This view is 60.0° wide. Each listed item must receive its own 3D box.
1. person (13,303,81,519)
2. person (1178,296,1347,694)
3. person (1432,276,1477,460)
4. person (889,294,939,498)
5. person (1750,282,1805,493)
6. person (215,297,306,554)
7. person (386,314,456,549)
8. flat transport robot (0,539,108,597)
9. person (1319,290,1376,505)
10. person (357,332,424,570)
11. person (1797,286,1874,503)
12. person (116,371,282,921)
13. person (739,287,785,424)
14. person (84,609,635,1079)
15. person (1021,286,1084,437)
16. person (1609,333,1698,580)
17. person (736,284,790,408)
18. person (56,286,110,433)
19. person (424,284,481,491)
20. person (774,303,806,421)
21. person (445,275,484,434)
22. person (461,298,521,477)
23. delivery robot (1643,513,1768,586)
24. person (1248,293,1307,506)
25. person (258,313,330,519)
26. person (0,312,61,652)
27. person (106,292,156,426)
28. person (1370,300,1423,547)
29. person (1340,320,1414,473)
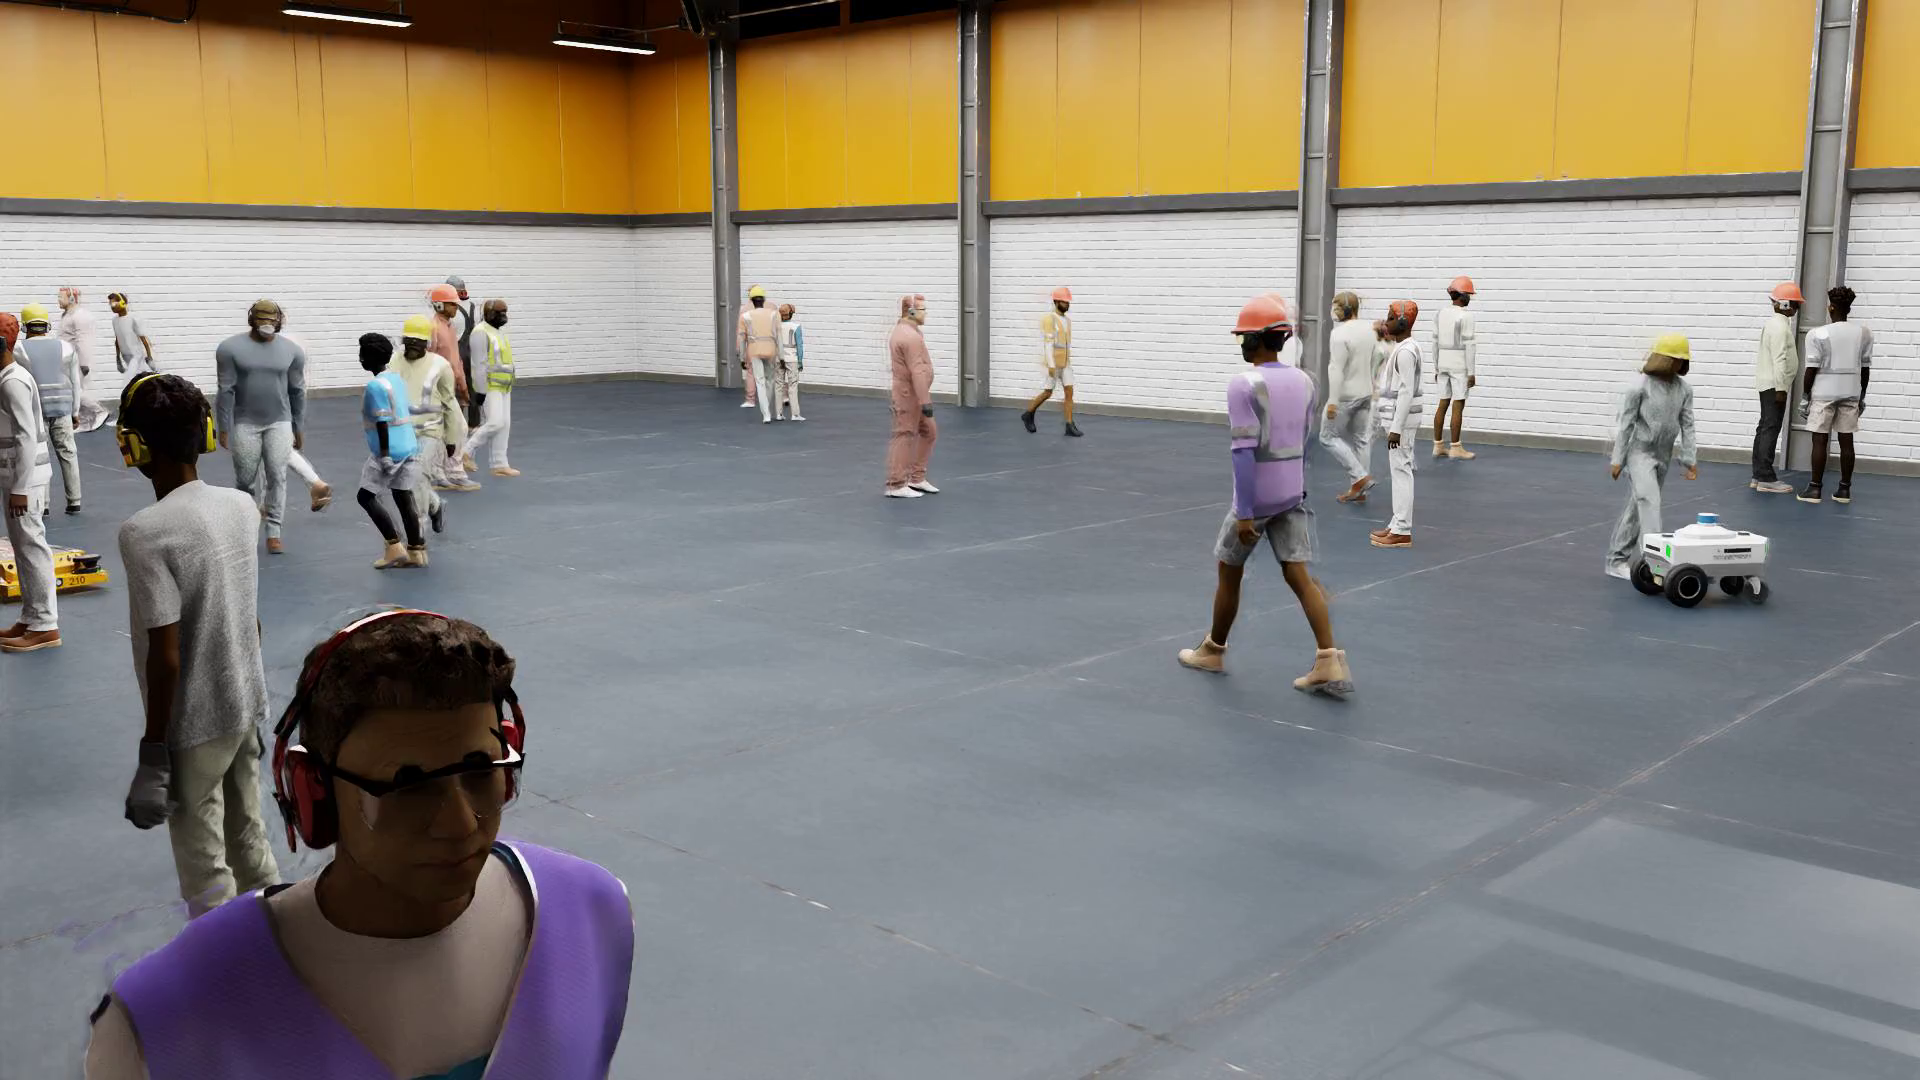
[{"bbox_3d":[-7.796,-1.094,14.151,0.404,1.835,0.590,8,13,42],"label":"person"},{"bbox_3d":[1.576,-0.228,8.403,0.628,1.990,1.059,-7,12,-36],"label":"person"},{"bbox_3d":[5.542,-1.915,18.551,0.396,2.038,0.614,-4,10,-25],"label":"person"},{"bbox_3d":[-0.378,-1.320,15.361,0.621,1.883,0.661,-1,9,-5],"label":"person"},{"bbox_3d":[7.800,-1.456,15.880,0.380,1.995,0.608,3,10,17],"label":"person"},{"bbox_3d":[-5.258,-0.870,12.527,0.654,1.911,0.705,-5,10,-28],"label":"person"},{"bbox_3d":[-4.140,-0.841,12.769,0.581,1.791,0.808,2,9,10],"label":"person"},{"bbox_3d":[-6.449,0.168,11.196,1.431,0.197,0.652,6,11,34],"label":"flat transport robot"},{"bbox_3d":[3.467,-1.251,14.830,0.442,1.927,0.685,9,13,43],"label":"person"},{"bbox_3d":[-4.005,-0.607,11.643,0.432,1.684,0.534,0,9,3],"label":"person"},{"bbox_3d":[7.918,-1.310,15.072,0.606,1.966,0.367,0,9,1],"label":"person"},{"bbox_3d":[-1.958,0.505,4.262,0.335,1.865,0.519,1,9,8],"label":"person"},{"bbox_3d":[-2.759,-2.561,23.040,0.607,1.863,1.005,-3,10,-16],"label":"person"},{"bbox_3d":[-0.533,0.961,1.674,0.591,1.796,0.984,-8,12,-42],"label":"person"},{"bbox_3d":[1.192,-2.275,21.190,0.894,1.914,0.544,9,13,44],"label":"person"},{"bbox_3d":[4.644,-0.517,11.039,0.485,1.690,0.911,-4,10,-21],"label":"person"},{"bbox_3d":[-3.000,-2.951,25.418,0.850,1.881,0.543,-4,10,-23],"label":"person"},{"bbox_3d":[-11.385,-2.313,21.430,0.465,1.899,0.640,-7,12,-37],"label":"person"},{"bbox_3d":[-4.803,-1.438,15.823,0.704,1.970,0.654,0,9,0],"label":"person"},{"bbox_3d":[-2.412,-2.467,23.159,0.515,1.641,0.314,5,10,26],"label":"person"},{"bbox_3d":[-6.397,-2.332,21.110,0.538,2.000,0.684,5,10,27],"label":"person"},{"bbox_3d":[-4.789,-1.539,16.919,0.540,1.823,0.641,1,9,7],"label":"person"},{"bbox_3d":[4.756,0.071,10.619,0.707,0.478,0.477,-1,10,-6],"label":"delivery robot"},{"bbox_3d":[2.647,-1.115,14.030,0.621,1.919,0.544,-6,11,-34],"label":"person"},{"bbox_3d":[-5.726,-1.067,13.999,0.609,1.829,0.641,3,10,15],"label":"person"},{"bbox_3d":[-5.260,-0.321,9.264,0.358,1.882,0.574,-6,11,-35],"label":"person"},{"bbox_3d":[-11.270,-2.477,22.740,0.597,1.814,0.948,5,11,29],"label":"person"},{"bbox_3d":[3.353,-0.884,12.718,0.355,1.882,0.576,2,10,14],"label":"person"},{"bbox_3d":[4.401,-1.498,17.356,0.864,1.594,0.512,6,11,33],"label":"person"}]
